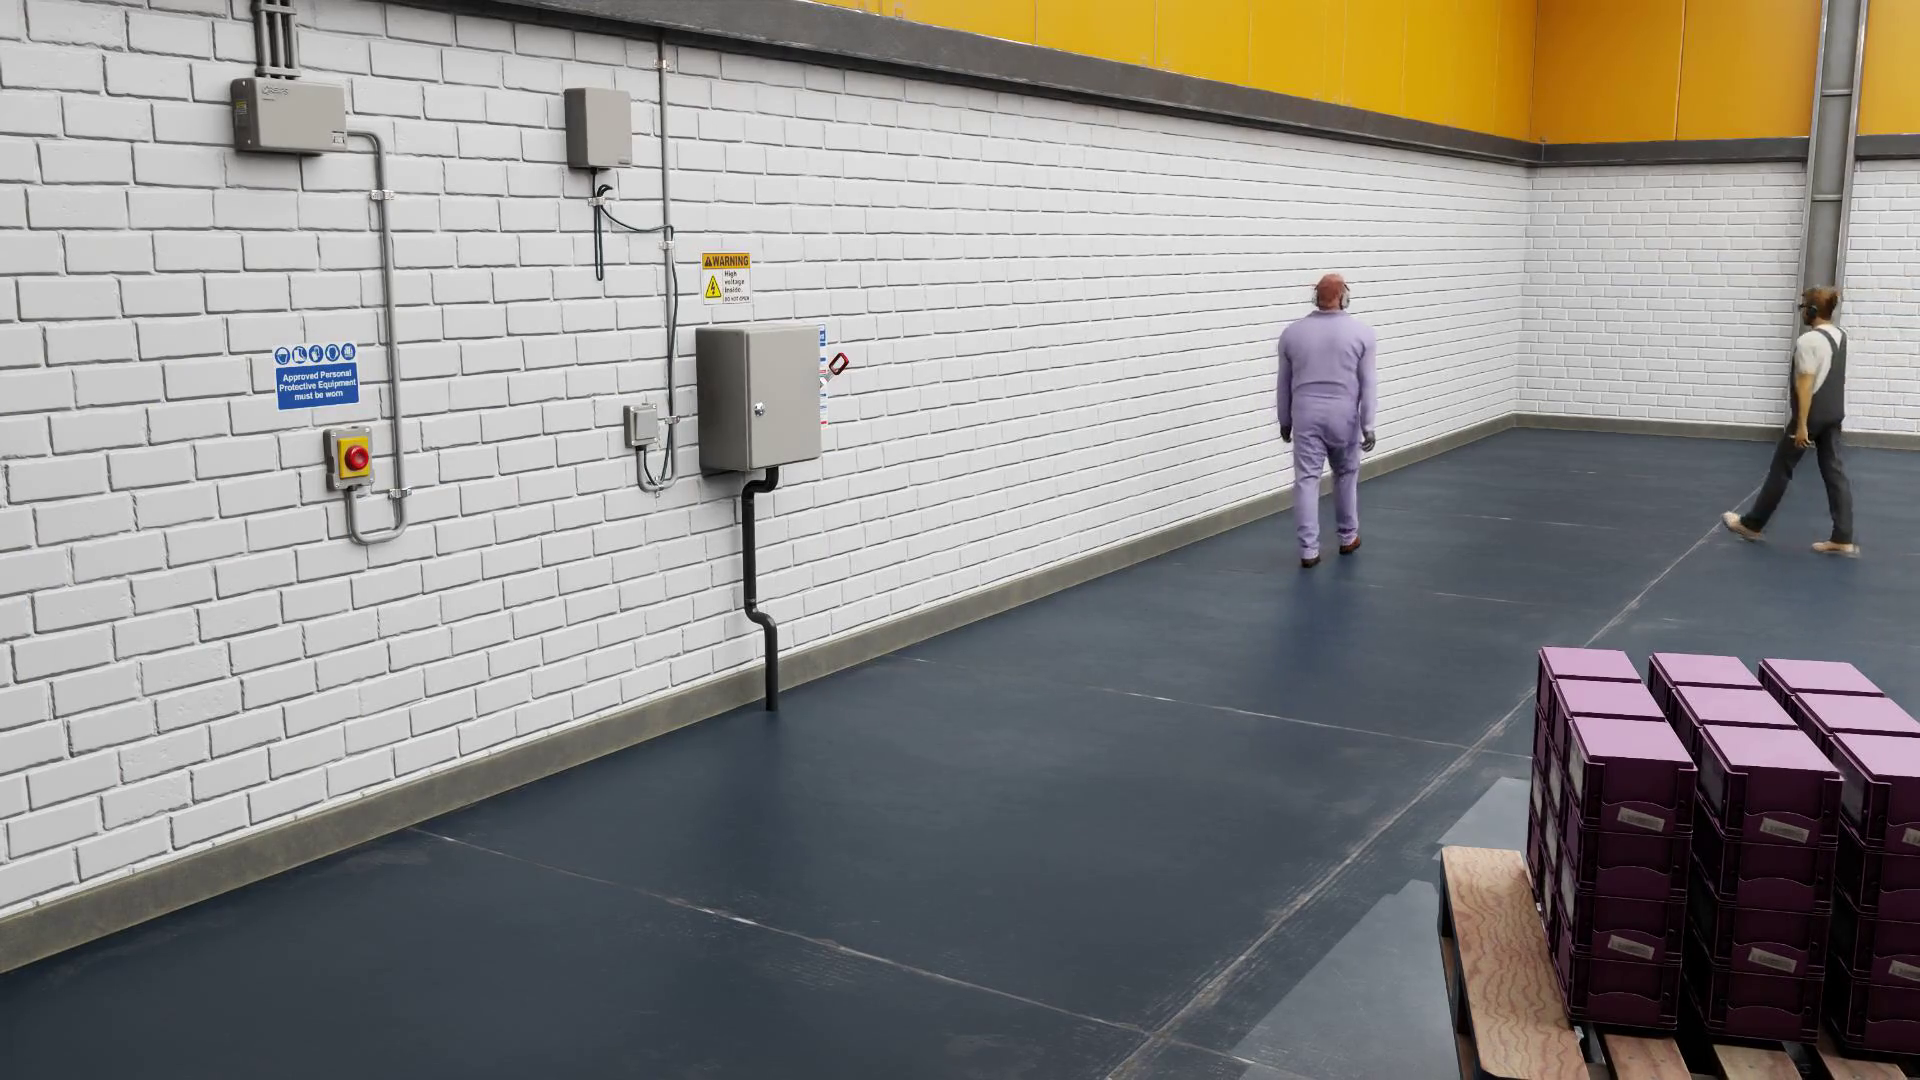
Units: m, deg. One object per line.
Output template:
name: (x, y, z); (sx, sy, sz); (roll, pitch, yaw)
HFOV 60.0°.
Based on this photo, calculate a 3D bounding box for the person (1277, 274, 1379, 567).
person: (2.424, -0.792, 10.906); (0.679, 1.868, 0.905); (4, 11, 23)

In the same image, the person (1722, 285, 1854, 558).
person: (5.715, -0.815, 11.255); (0.538, 1.791, 0.966); (-5, 11, -27)
